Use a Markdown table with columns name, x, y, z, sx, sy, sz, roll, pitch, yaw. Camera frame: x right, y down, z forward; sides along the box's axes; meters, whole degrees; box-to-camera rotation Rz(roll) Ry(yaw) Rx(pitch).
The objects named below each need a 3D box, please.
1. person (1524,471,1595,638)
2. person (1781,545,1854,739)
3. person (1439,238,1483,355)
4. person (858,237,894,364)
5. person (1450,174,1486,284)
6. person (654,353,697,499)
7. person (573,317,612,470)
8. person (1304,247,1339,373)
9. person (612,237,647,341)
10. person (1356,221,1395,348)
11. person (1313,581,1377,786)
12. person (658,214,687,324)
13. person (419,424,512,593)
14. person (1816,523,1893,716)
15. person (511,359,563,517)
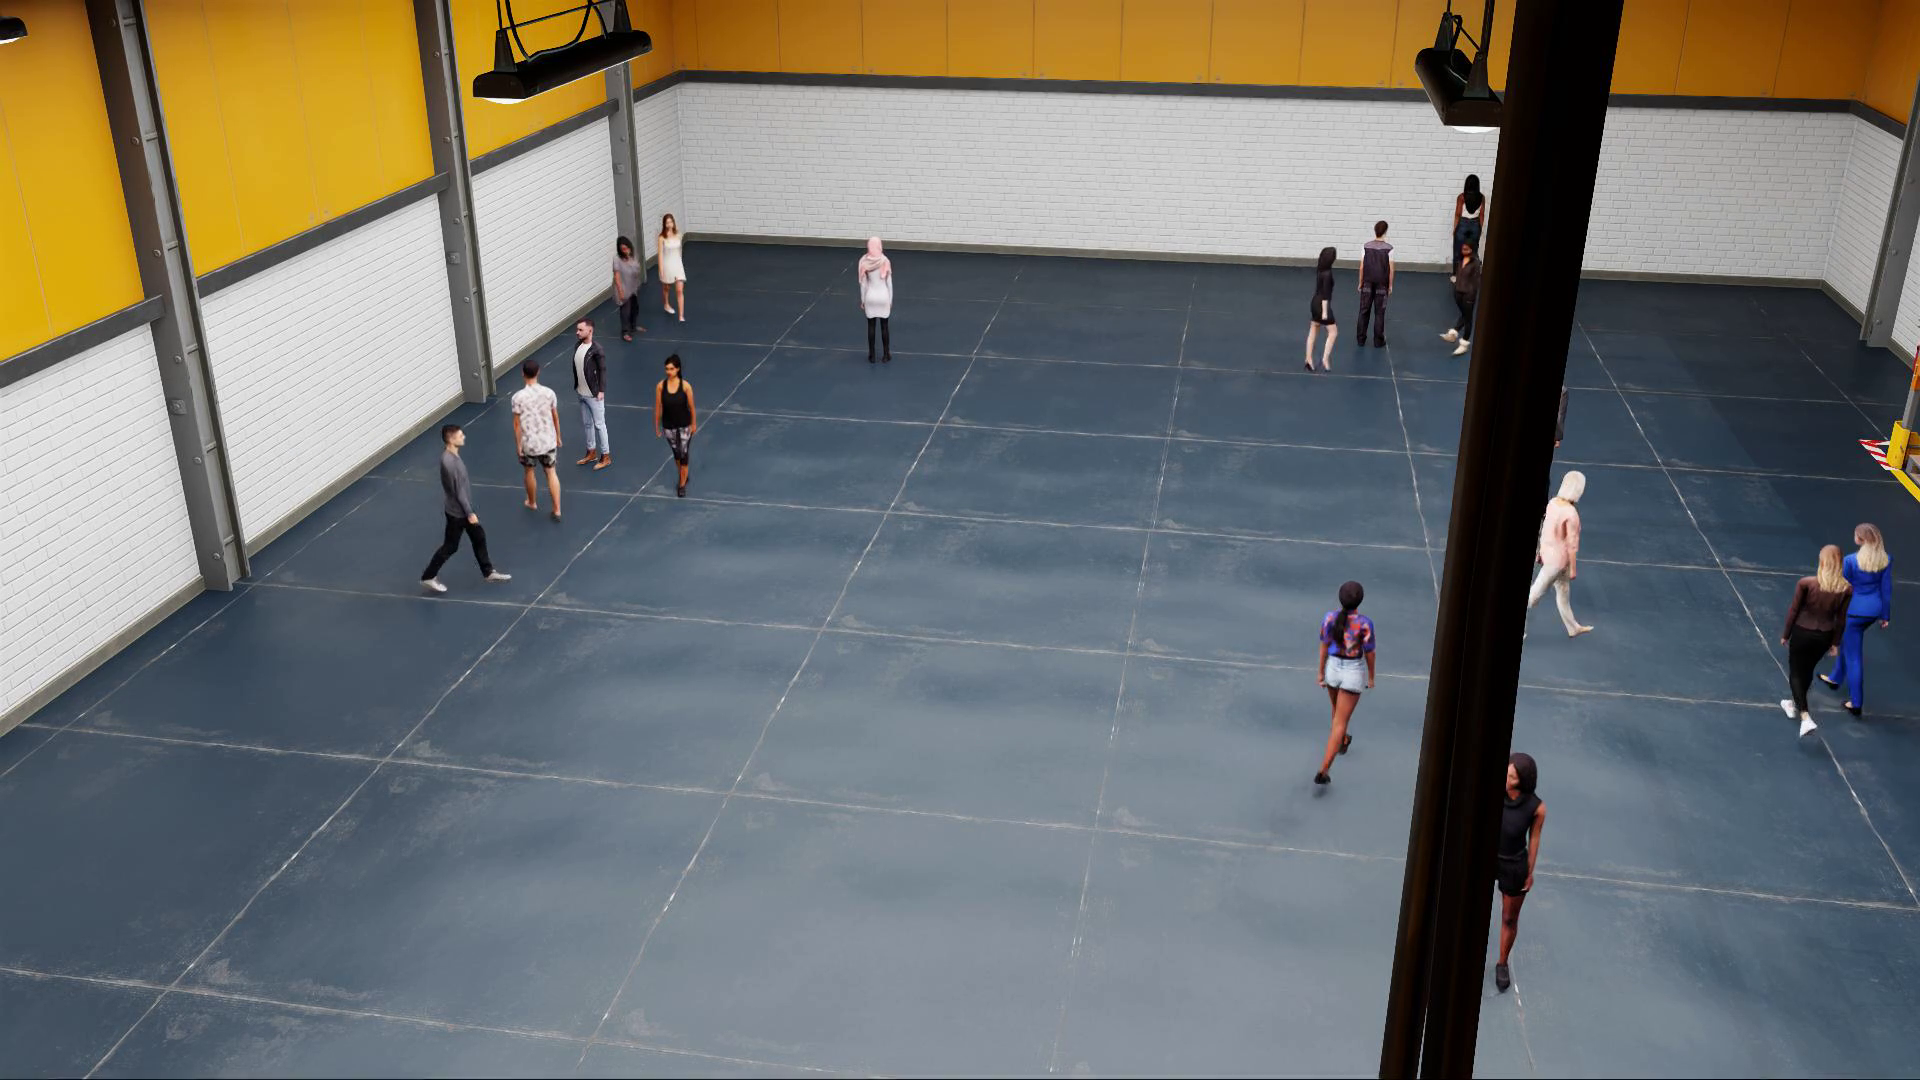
| name | x | y | z | sx | sy | sz | roll | pitch | yaw |
| --- | --- | --- | --- | --- | --- | --- | --- | --- | --- |
| person | 5.495 | 0.198 | 15.593 | 0.905 | 1.668 | 1.131 | -2 | 24 | -5 |
| person | 7.207 | 0.873 | 14.033 | 0.642 | 1.681 | 1.046 | 3 | 24 | 6 |
| person | 7.263 | -3.547 | 24.170 | 0.783 | 1.660 | 0.844 | 19 | 30 | 37 |
| person | -1.182 | -3.423 | 23.707 | 0.677 | 1.804 | 0.654 | -1 | 24 | -1 |
| person | 8.475 | -5.187 | 27.739 | 0.643 | 1.807 | 0.598 | 3 | 24 | 6 |
| person | -3.242 | -1.357 | 19.189 | 0.650 | 1.637 | 0.969 | 2 | 24 | 4 |
| person | -4.416 | -1.779 | 19.906 | 0.736 | 1.837 | 0.718 | 17 | 29 | 33 |
| person | 4.953 | -3.190 | 23.188 | 0.773 | 1.793 | 0.669 | -4 | 24 | -8 |
| person | -4.977 | -3.763 | 24.770 | 0.920 | 1.575 | 0.757 | 6 | 24 | 13 |
| person | 6.100 | -3.760 | 24.425 | 0.713 | 1.846 | 0.675 | 11 | 26 | 23 |
| person | 3.050 | 1.168 | 13.335 | 0.895 | 1.700 | 1.260 | 13 | 27 | 28 |
| person | -4.467 | -4.196 | 25.676 | 1.031 | 1.644 | 1.268 | -11 | 26 | -24 |
| person | -5.104 | -0.285 | 16.617 | 0.941 | 1.734 | 1.137 | -4 | 24 | -9 |
| person | 7.854 | 0.711 | 14.418 | 0.830 | 1.669 | 1.023 | -2 | 24 | -4 |
| person | -4.632 | -1.090 | 18.379 | 1.026 | 1.797 | 1.110 | -13 | 27 | -27 |
